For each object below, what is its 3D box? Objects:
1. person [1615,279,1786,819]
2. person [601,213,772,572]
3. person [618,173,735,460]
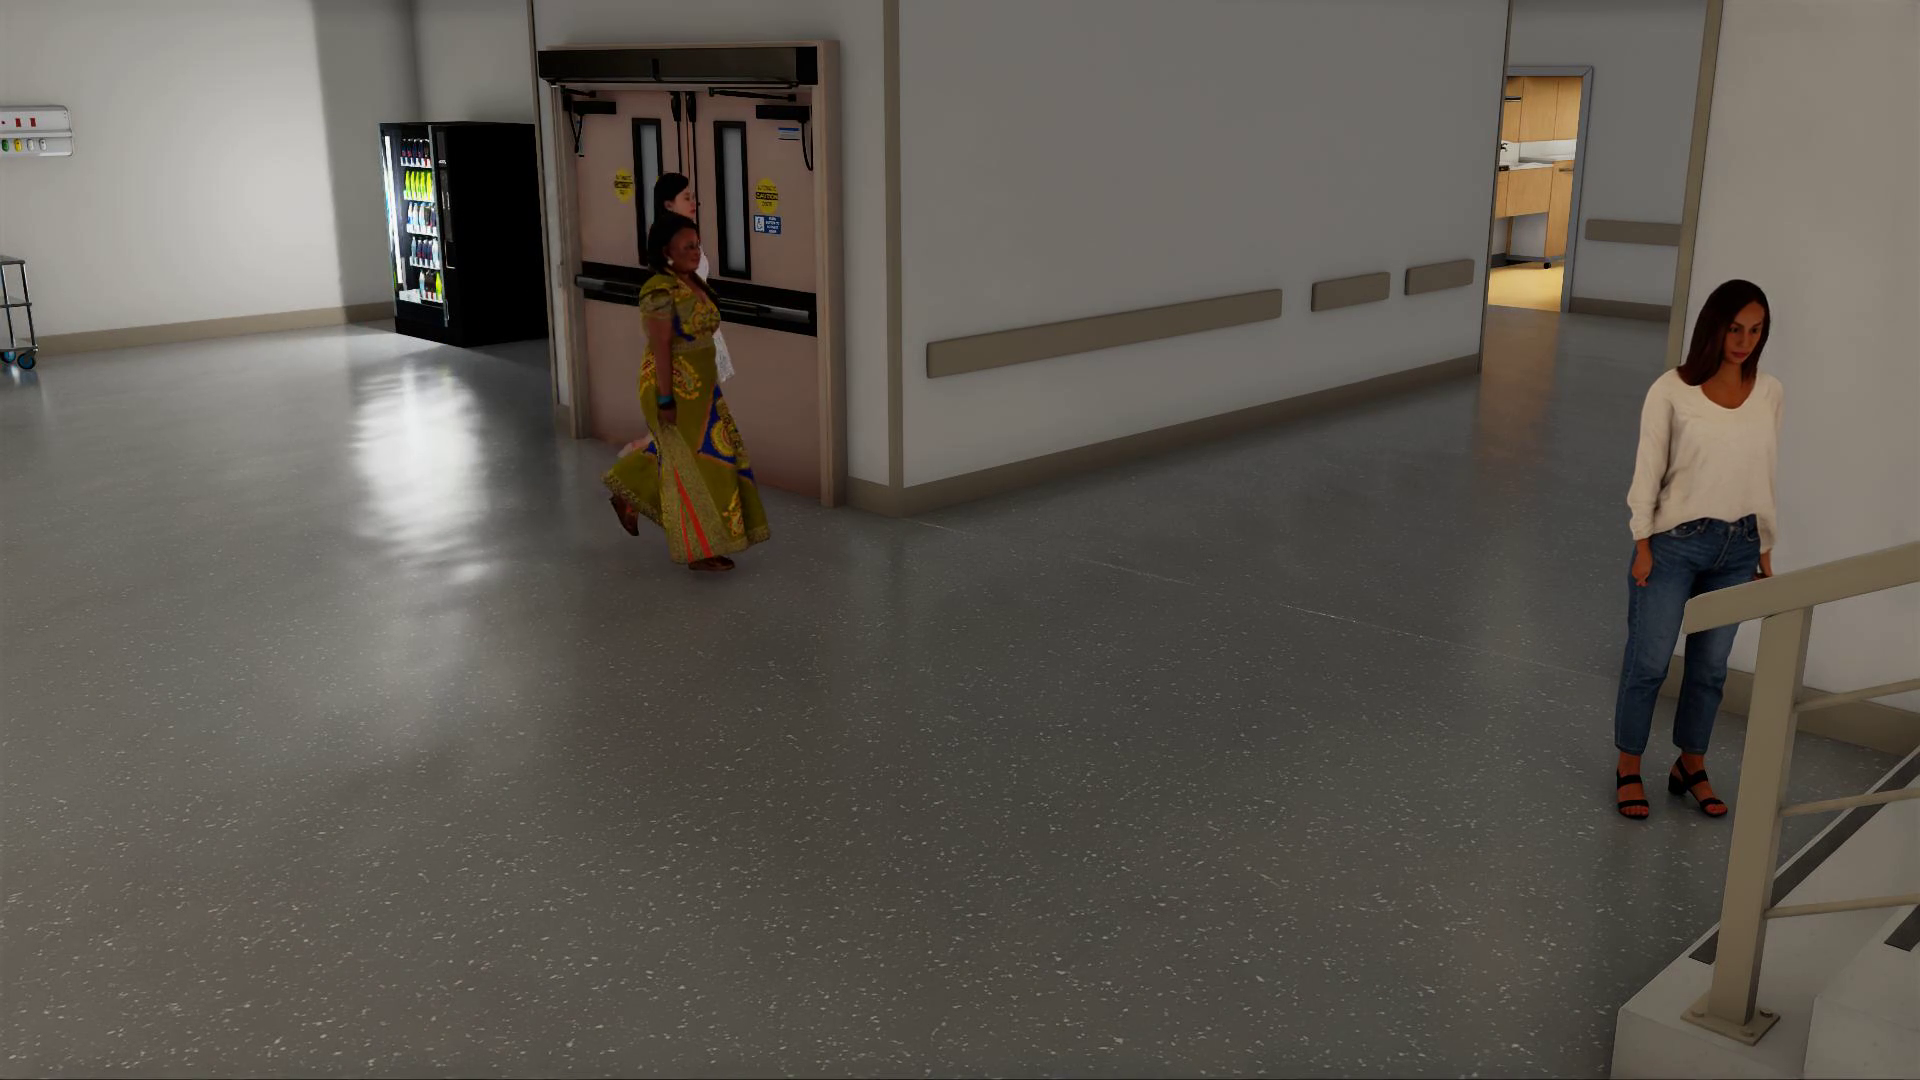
[{"bbox_3d":[2.272,0.030,5.133,0.694,1.678,0.744,-1,16,-3],"label":"person"},{"bbox_3d":[-1.352,-0.661,7.654,1.267,1.642,1.120,4,16,14],"label":"person"},{"bbox_3d":[-1.489,-0.985,8.578,1.001,1.762,0.892,3,16,11],"label":"person"}]
